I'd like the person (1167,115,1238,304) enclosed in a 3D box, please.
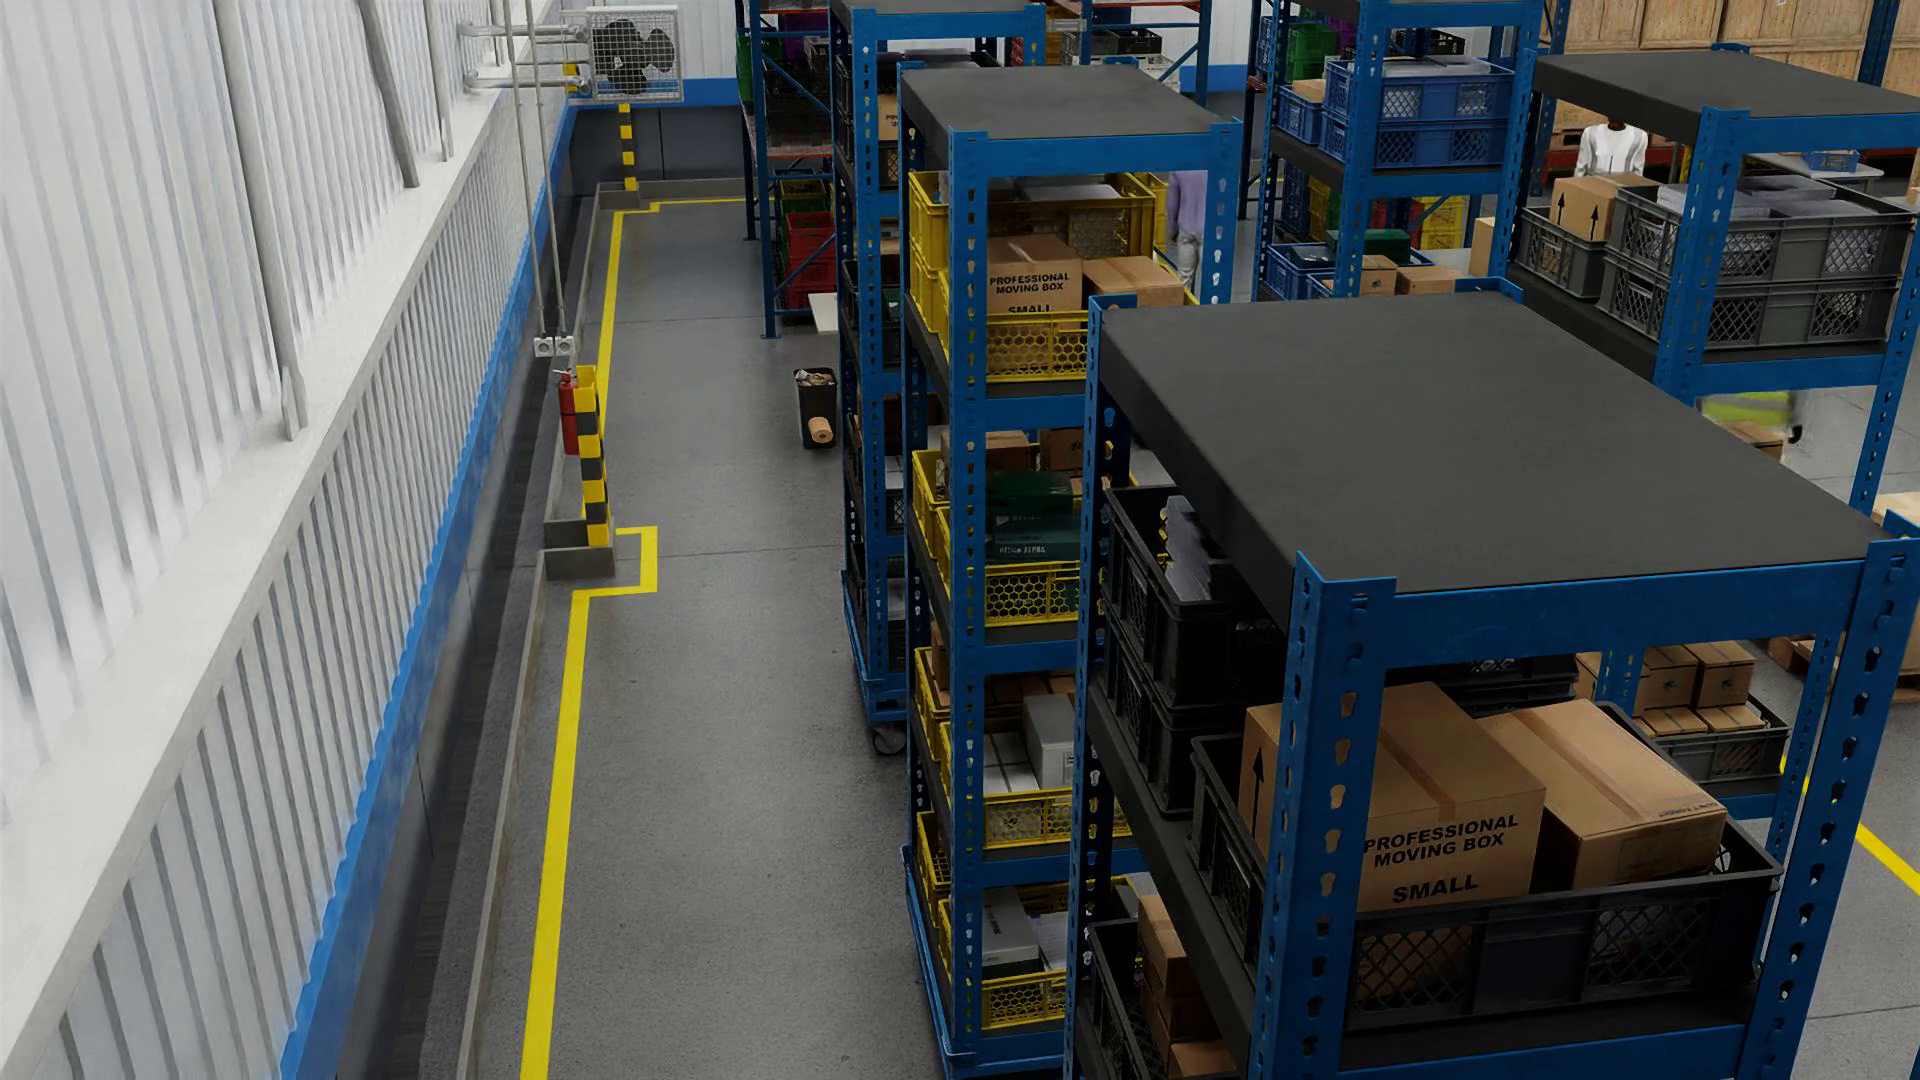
[{"bbox_3d":[2.011,-2.562,13.859,0.629,1.936,0.371,18,30,33],"label":"person"}]

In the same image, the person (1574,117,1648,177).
[{"bbox_3d":[5.852,-3.102,15.095,0.576,1.881,0.352,9,26,18],"label":"person"}]
